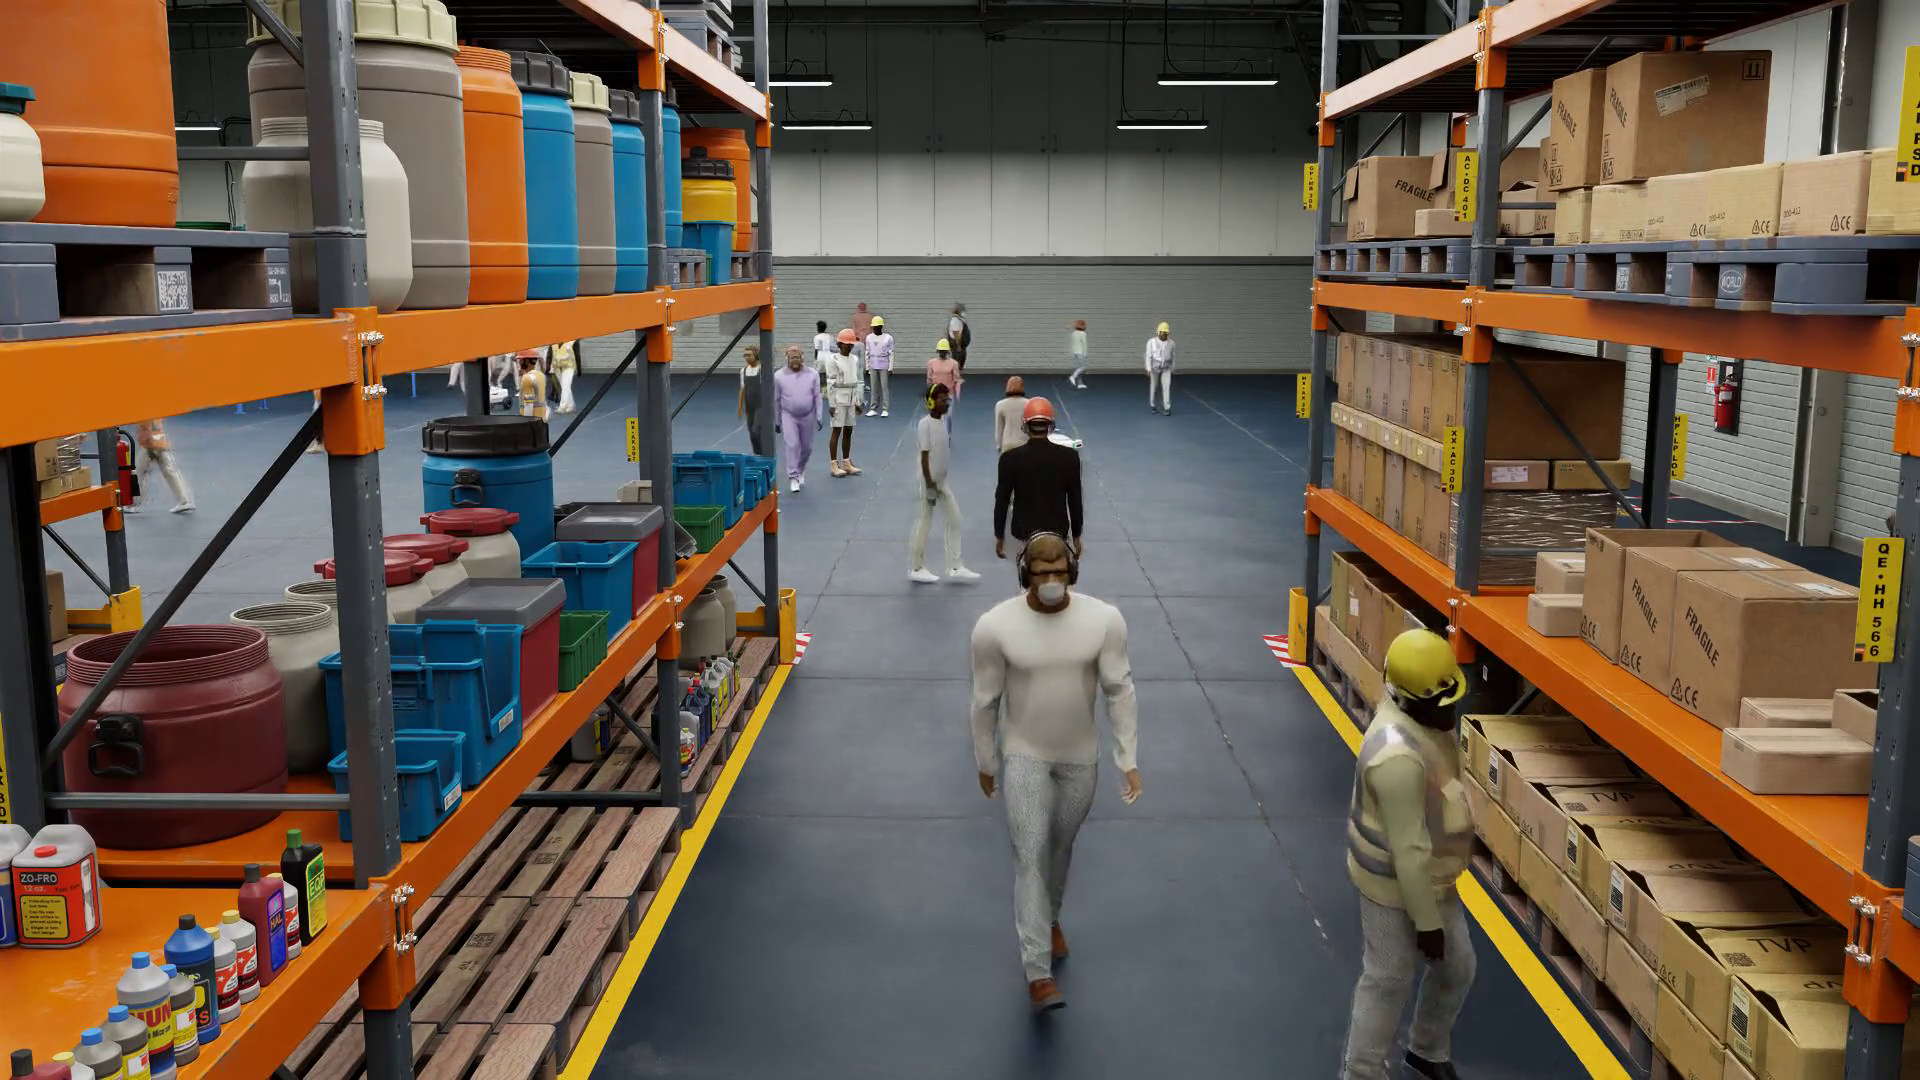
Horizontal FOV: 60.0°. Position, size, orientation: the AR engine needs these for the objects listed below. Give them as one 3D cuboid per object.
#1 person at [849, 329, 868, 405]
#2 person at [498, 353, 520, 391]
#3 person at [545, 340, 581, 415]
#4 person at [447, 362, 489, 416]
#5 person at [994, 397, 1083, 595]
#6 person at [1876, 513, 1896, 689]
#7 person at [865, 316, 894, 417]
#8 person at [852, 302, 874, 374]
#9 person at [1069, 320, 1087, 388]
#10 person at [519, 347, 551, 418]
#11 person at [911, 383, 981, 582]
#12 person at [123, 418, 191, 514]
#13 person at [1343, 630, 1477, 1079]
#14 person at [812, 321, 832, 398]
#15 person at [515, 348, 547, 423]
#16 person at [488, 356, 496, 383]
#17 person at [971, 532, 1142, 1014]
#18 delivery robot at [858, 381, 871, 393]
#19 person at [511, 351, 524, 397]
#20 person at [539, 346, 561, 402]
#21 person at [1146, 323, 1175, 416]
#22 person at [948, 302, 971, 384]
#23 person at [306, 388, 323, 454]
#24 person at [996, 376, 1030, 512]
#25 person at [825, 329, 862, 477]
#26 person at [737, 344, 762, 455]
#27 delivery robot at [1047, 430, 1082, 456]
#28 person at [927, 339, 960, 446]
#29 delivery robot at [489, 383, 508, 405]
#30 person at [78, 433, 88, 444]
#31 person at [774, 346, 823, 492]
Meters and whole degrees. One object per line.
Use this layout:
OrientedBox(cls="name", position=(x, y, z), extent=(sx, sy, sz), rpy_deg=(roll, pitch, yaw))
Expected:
OrientedBox(cls="person", position=(-2.139, -3.509, 33.961), extent=(0.507, 1.596, 0.777), rpy_deg=(2, 10, 12))
OrientedBox(cls="person", position=(-10.410, -4.267, 38.464), extent=(0.663, 1.621, 0.536), rpy_deg=(7, 12, 36))
OrientedBox(cls="person", position=(-7.736, -3.359, 32.538), extent=(0.624, 1.790, 1.014), rpy_deg=(3, 10, 16))
OrientedBox(cls="person", position=(-8.372, -2.692, 28.319), extent=(0.985, 1.854, 0.655), rpy_deg=(5, 11, 28))
OrientedBox(cls="person", position=(0.553, -0.064, 12.205), extent=(0.646, 1.975, 0.670), rpy_deg=(-1, 10, -8))
OrientedBox(cls="person", position=(4.311, 0.781, 7.596), extent=(0.591, 1.827, 0.451), rpy_deg=(0, 9, -1))
OrientedBox(cls="person", position=(-1.552, -3.321, 31.878), extent=(0.589, 1.927, 0.387), rpy_deg=(4, 10, 23))
OrientedBox(cls="person", position=(-2.564, -5.303, 43.798), extent=(0.641, 1.913, 0.407), rpy_deg=(-4, 10, -22))
OrientedBox(cls="person", position=(2.786, -4.372, 39.102), extent=(0.491, 1.618, 0.501), rpy_deg=(-6, 11, -32))
OrientedBox(cls="person", position=(-7.854, -3.063, 30.599), extent=(0.532, 1.847, 0.858), rpy_deg=(5, 11, 29))
OrientedBox(cls="person", position=(-0.132, -0.513, 15.310), extent=(0.786, 1.841, 0.542), rpy_deg=(5, 11, 28))
OrientedBox(cls="person", position=(-9.527, -1.094, 19.551), extent=(0.879, 1.586, 0.536), rpy_deg=(-1, 10, -7))
OrientedBox(cls="person", position=(1.538, 1.141, 5.619), extent=(0.496, 1.779, 0.677), rpy_deg=(6, 11, 32))
OrientedBox(cls="person", position=(-2.990, -3.926, 36.223), extent=(0.357, 1.689, 0.545), rpy_deg=(9, 13, 43))
OrientedBox(cls="person", position=(-5.362, -1.476, 20.796), extent=(0.359, 1.938, 0.545), rpy_deg=(1, 10, 4))
OrientedBox(cls="person", position=(-9.954, -3.697, 34.695), extent=(0.523, 1.741, 0.801), rpy_deg=(-2, 10, -10))
OrientedBox(cls="person", position=(0.382, 0.899, 6.742), extent=(0.653, 1.881, 1.038), rpy_deg=(-2, 10, -10))
OrientedBox(cls="delivery robot", position=(-1.987, -3.116, 33.819), extent=(0.335, 0.223, 0.698), rpy_deg=(4, 10, 22))
OrientedBox(cls="person", position=(-9.614, -4.116, 36.698), extent=(0.654, 1.906, 0.408), rpy_deg=(-9, 13, -42))
OrientedBox(cls="person", position=(-8.657, -3.879, 35.380), extent=(0.554, 1.892, 1.006), rpy_deg=(-7, 12, -36))
OrientedBox(cls="person", position=(3.915, -3.355, 32.515), extent=(0.591, 1.791, 0.931), rpy_deg=(-1, 9, -3))
OrientedBox(cls="person", position=(-0.010, -4.775, 40.372), extent=(0.549, 2.000, 0.731), rpy_deg=(2, 10, 11))
OrientedBox(cls="person", position=(-9.835, -2.198, 25.921), extent=(0.722, 1.675, 0.537), rpy_deg=(-9, 13, -43))
OrientedBox(cls="person", position=(0.664, -1.127, 19.625), extent=(0.526, 1.620, 0.380), rpy_deg=(3, 10, 17))
OrientedBox(cls="person", position=(-1.590, -1.911, 23.110), extent=(0.392, 2.035, 0.605), rpy_deg=(8, 12, 39))
OrientedBox(cls="person", position=(-2.859, -1.785, 22.965), extent=(0.553, 1.824, 0.537), rpy_deg=(6, 11, 33))
OrientedBox(cls="delivery robot", position=(1.400, -1.352, 24.033), extent=(0.707, 0.478, 0.477), rpy_deg=(5, 11, 26))
OrientedBox(cls="person", position=(-0.264, -2.340, 26.552), extent=(0.539, 1.742, 0.725), rpy_deg=(0, 9, 3))
OrientedBox(cls="delivery robot", position=(-9.391, -2.907, 33.348), extent=(0.477, 0.478, 0.707), rpy_deg=(3, 10, 19))
OrientedBox(cls="person", position=(-14.541, -2.454, 26.813), extent=(0.650, 1.889, 1.025), rpy_deg=(3, 10, 15))
OrientedBox(cls="person", position=(-2.134, -1.608, 21.766), extent=(0.648, 1.881, 0.787), rpy_deg=(-3, 10, -17))
